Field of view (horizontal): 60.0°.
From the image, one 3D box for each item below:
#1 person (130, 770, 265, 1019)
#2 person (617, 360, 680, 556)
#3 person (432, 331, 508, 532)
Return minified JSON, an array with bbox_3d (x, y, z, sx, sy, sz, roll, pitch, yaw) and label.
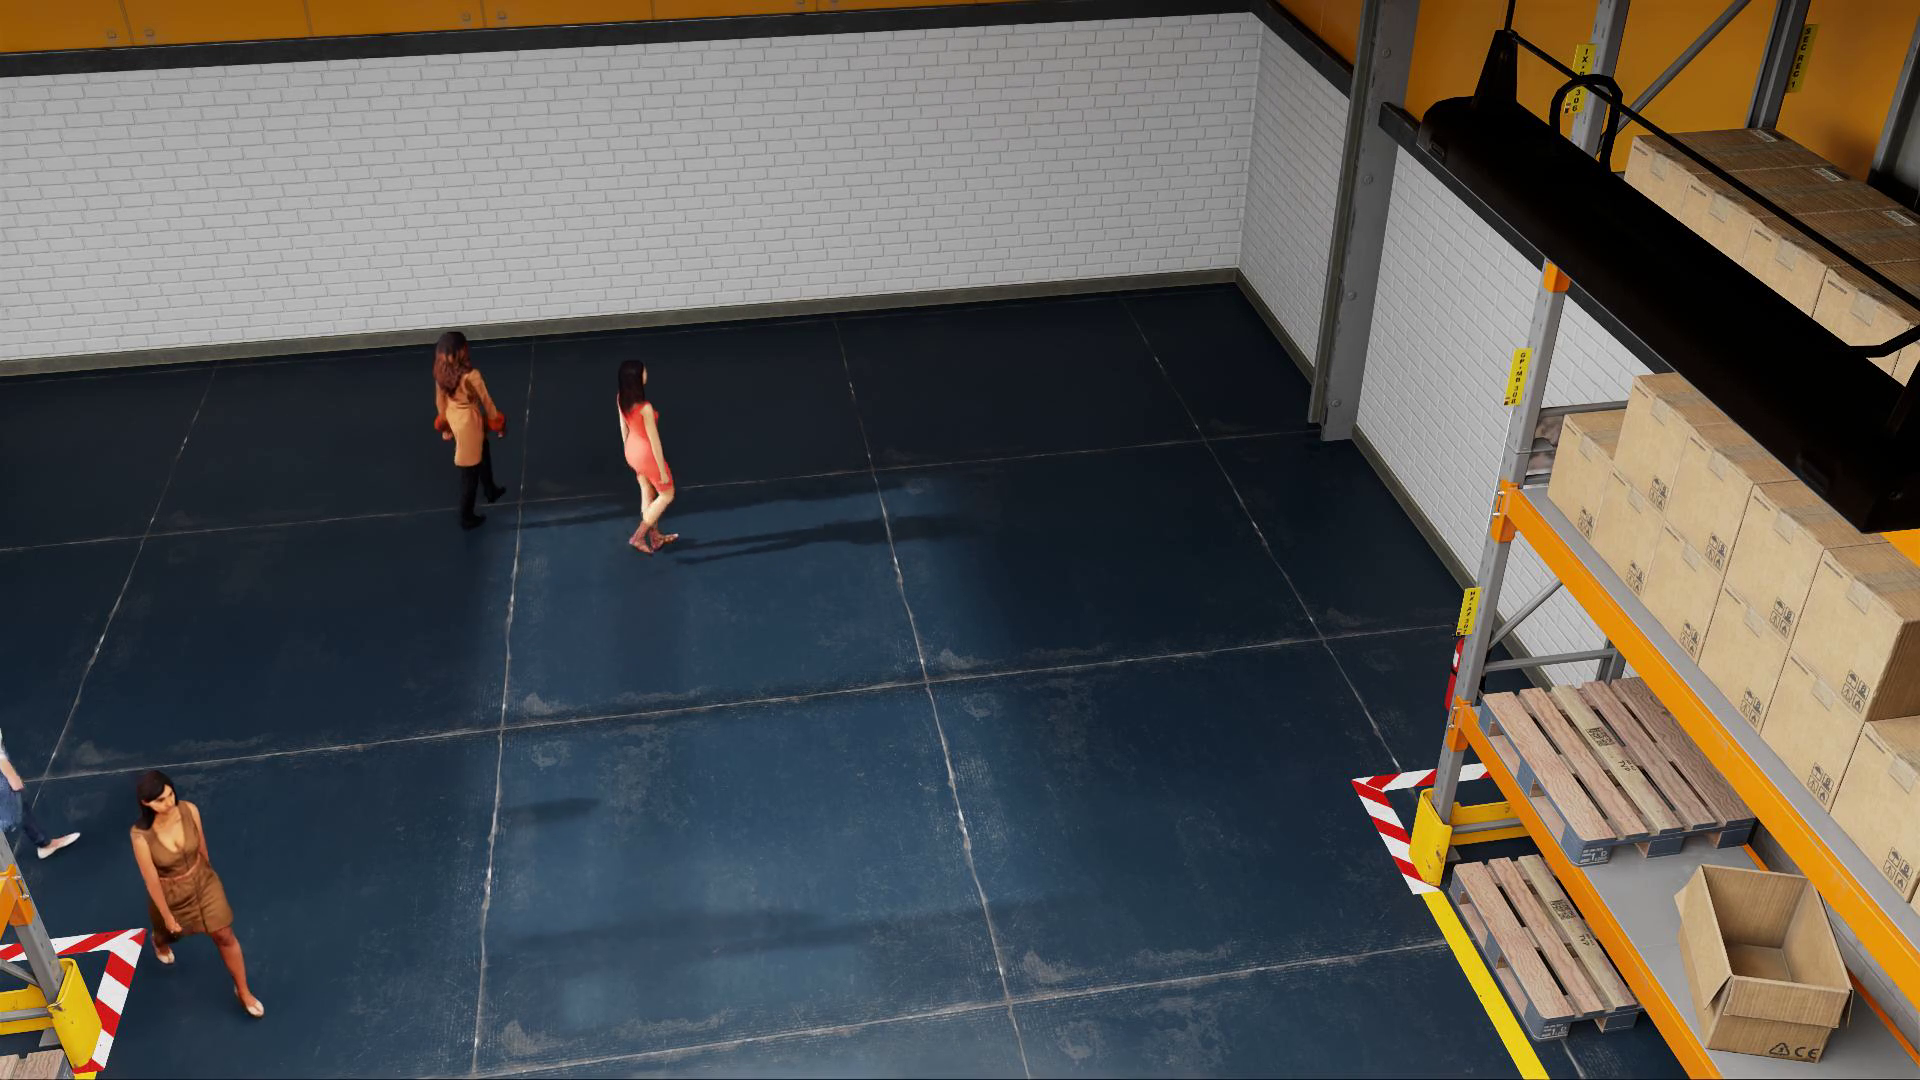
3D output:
[{"bbox_3d":[-4.327,1.928,9.156,1.110,1.659,1.032,22,40,30],"label":"person"},{"bbox_3d":[-2.495,-0.591,12.897,0.827,1.712,0.875,27,42,34],"label":"person"},{"bbox_3d":[-3.982,-0.830,13.266,0.946,1.702,1.016,19,38,26],"label":"person"}]
